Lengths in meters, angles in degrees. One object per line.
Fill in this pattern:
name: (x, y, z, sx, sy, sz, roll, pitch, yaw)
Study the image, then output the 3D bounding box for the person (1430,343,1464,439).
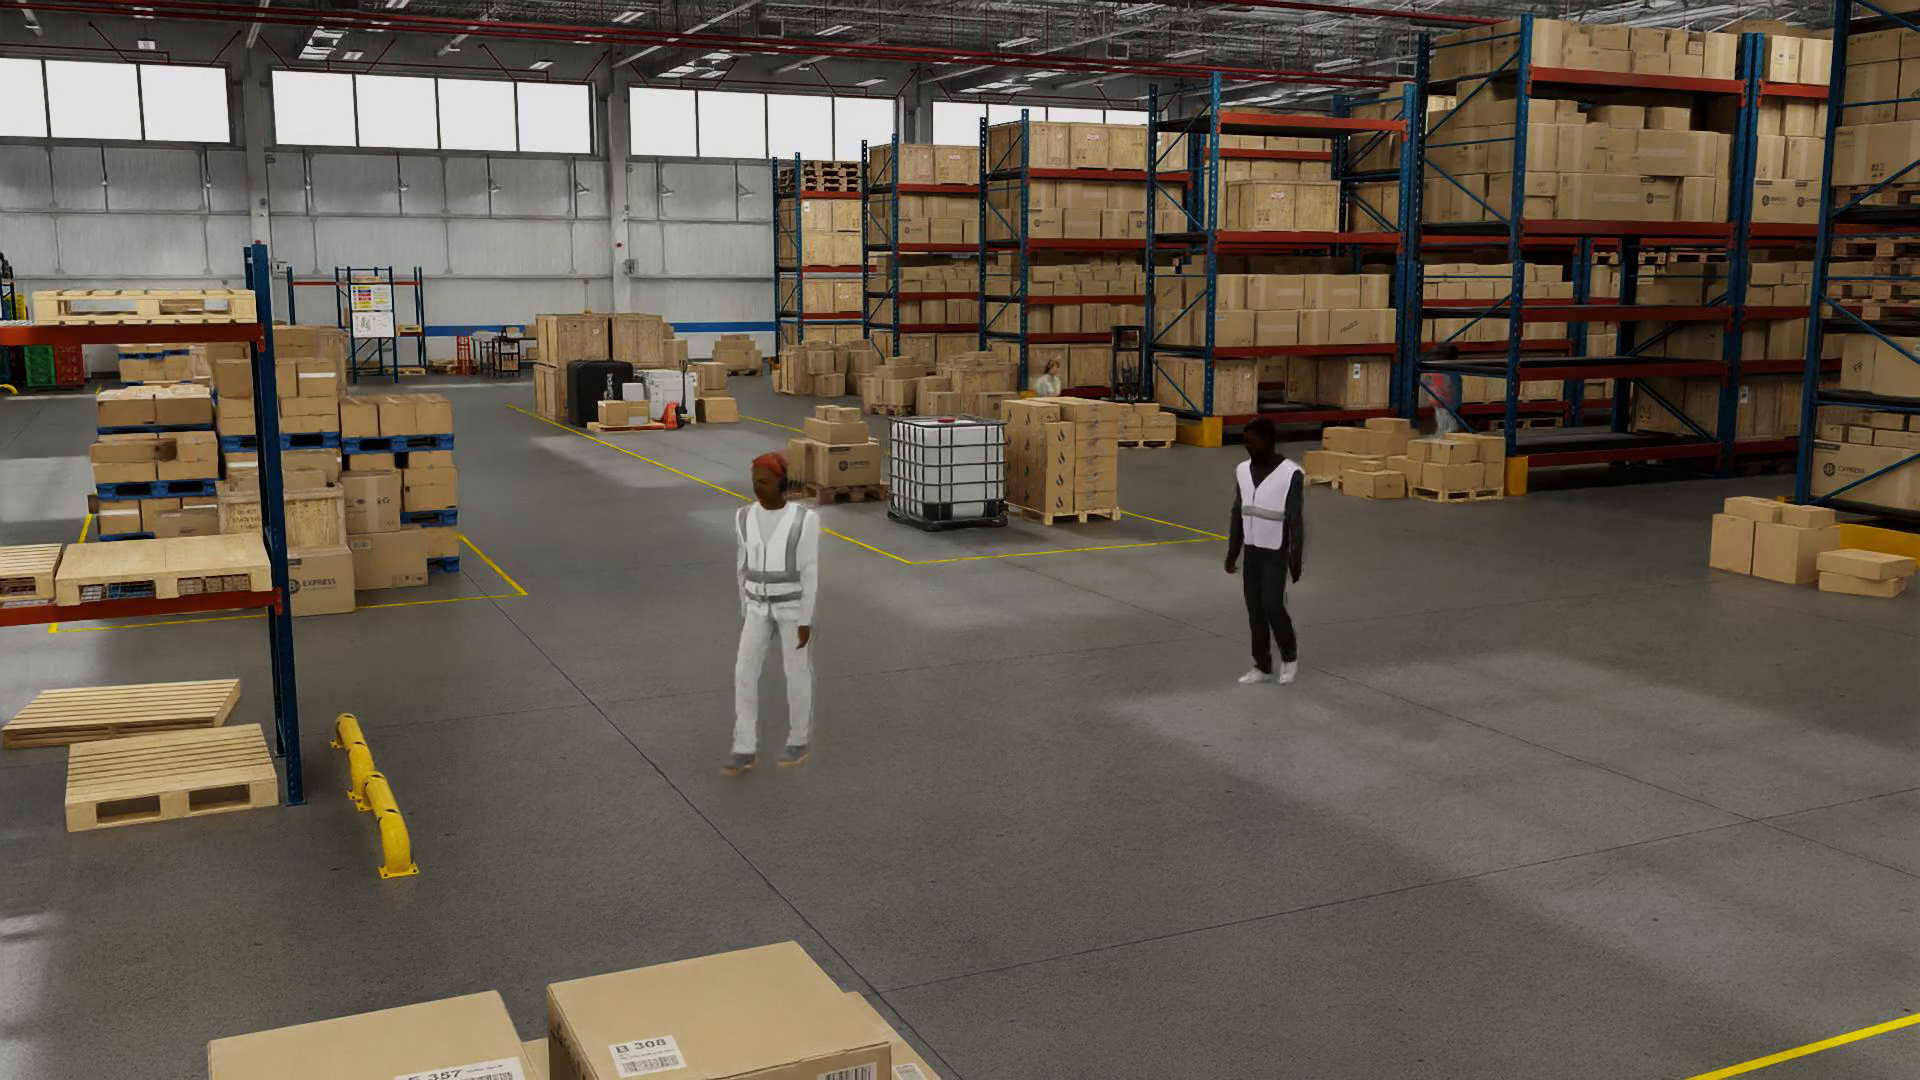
person: (7.253, -2.018, 24.851, 0.492, 1.831, 0.646, -4, 10, -21)

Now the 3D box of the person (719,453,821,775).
person: (-1.098, 0.443, 9.513, 0.581, 1.860, 0.782, 4, 10, 22)

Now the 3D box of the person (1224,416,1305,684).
person: (2.167, 0.075, 11.679, 0.419, 1.902, 0.632, -7, 12, -37)

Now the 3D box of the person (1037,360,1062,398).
person: (1.351, -1.813, 24.270, 0.527, 1.613, 0.732, -8, 12, -40)

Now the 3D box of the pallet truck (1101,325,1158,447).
pallet truck: (2.881, -2.596, 27.923, 0.823, 1.965, 1.885, -1, 9, -7)
